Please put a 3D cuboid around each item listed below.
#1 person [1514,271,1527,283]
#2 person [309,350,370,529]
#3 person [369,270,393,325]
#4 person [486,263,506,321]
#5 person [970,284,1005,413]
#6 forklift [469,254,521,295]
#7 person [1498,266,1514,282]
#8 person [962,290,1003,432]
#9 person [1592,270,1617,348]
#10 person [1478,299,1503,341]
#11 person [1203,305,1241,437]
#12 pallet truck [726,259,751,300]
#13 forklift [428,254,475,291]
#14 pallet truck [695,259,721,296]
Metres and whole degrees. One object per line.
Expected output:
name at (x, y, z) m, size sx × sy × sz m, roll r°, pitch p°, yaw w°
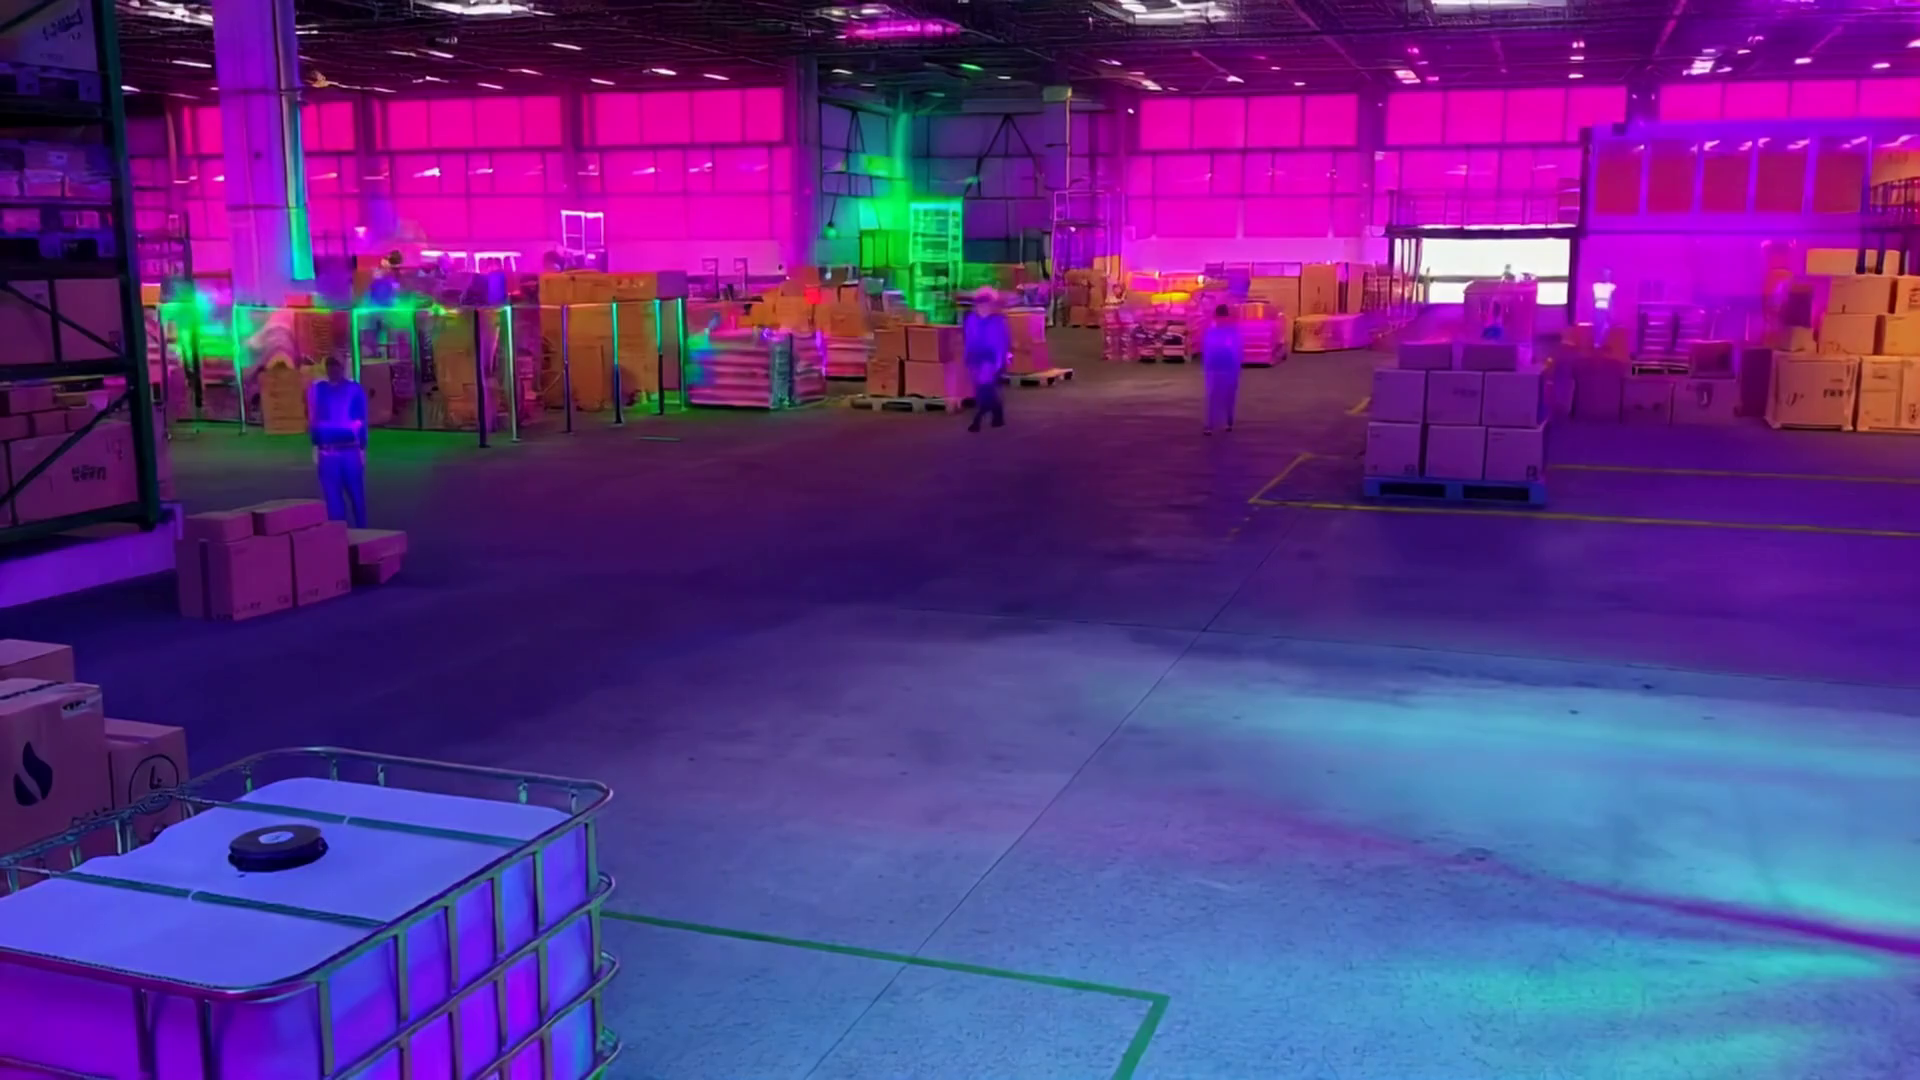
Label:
person at (11.749, -4.707, 35.175) m, size 0.368 × 1.960 × 0.602 m, roll 8°, pitch 13°, yaw 37°
person at (-5.125, -0.746, 13.755) m, size 0.521 × 1.643 × 0.306 m, roll 2°, pitch 10°, yaw 10°
person at (-14.884, -6.020, 42.834) m, size 0.959 × 1.871 × 0.653 m, roll 5°, pitch 11°, yaw 26°
person at (-13.223, -6.924, 47.577) m, size 0.633 × 1.986 × 1.049 m, roll 1°, pitch 10°, yaw 6°
person at (0.443, -2.855, 24.867) m, size 0.559 × 1.911 × 0.628 m, roll 4°, pitch 11°, yaw 21°
forklift at (-17.990, -10.121, 64.684) m, size 1.157 × 1.987 × 2.680 m, roll 3°, pitch 11°, yaw 17°
person at (18.484, -8.384, 56.353) m, size 0.511 × 1.794 × 0.970 m, roll 3°, pitch 11°, yaw 19°
person at (0.346, -2.448, 22.638) m, size 0.552 × 1.911 × 0.942 m, roll 7°, pitch 12°, yaw 34°
person at (15.722, -5.622, 40.535) m, size 0.614 × 1.884 × 0.886 m, roll 9°, pitch 13°, yaw 41°
person at (6.160, -1.881, 19.498) m, size 0.325 × 1.876 × 0.524 m, roll 6°, pitch 12°, yaw 32°
person at (3.458, -2.236, 21.949) m, size 0.538 × 1.718 × 0.917 m, roll 5°, pitch 11°, yaw 24°
pallet truck at (-7.986, -9.493, 62.019) m, size 0.823 × 1.965 × 1.885 m, roll 3°, pitch 11°, yaw 17°
forklift at (-20.133, -10.254, 65.465) m, size 1.157 × 1.987 × 2.680 m, roll 3°, pitch 11°, yaw 19°
pallet truck at (-9.165, -9.627, 62.776) m, size 0.823 × 1.965 × 1.885 m, roll 4°, pitch 11°, yaw 23°
